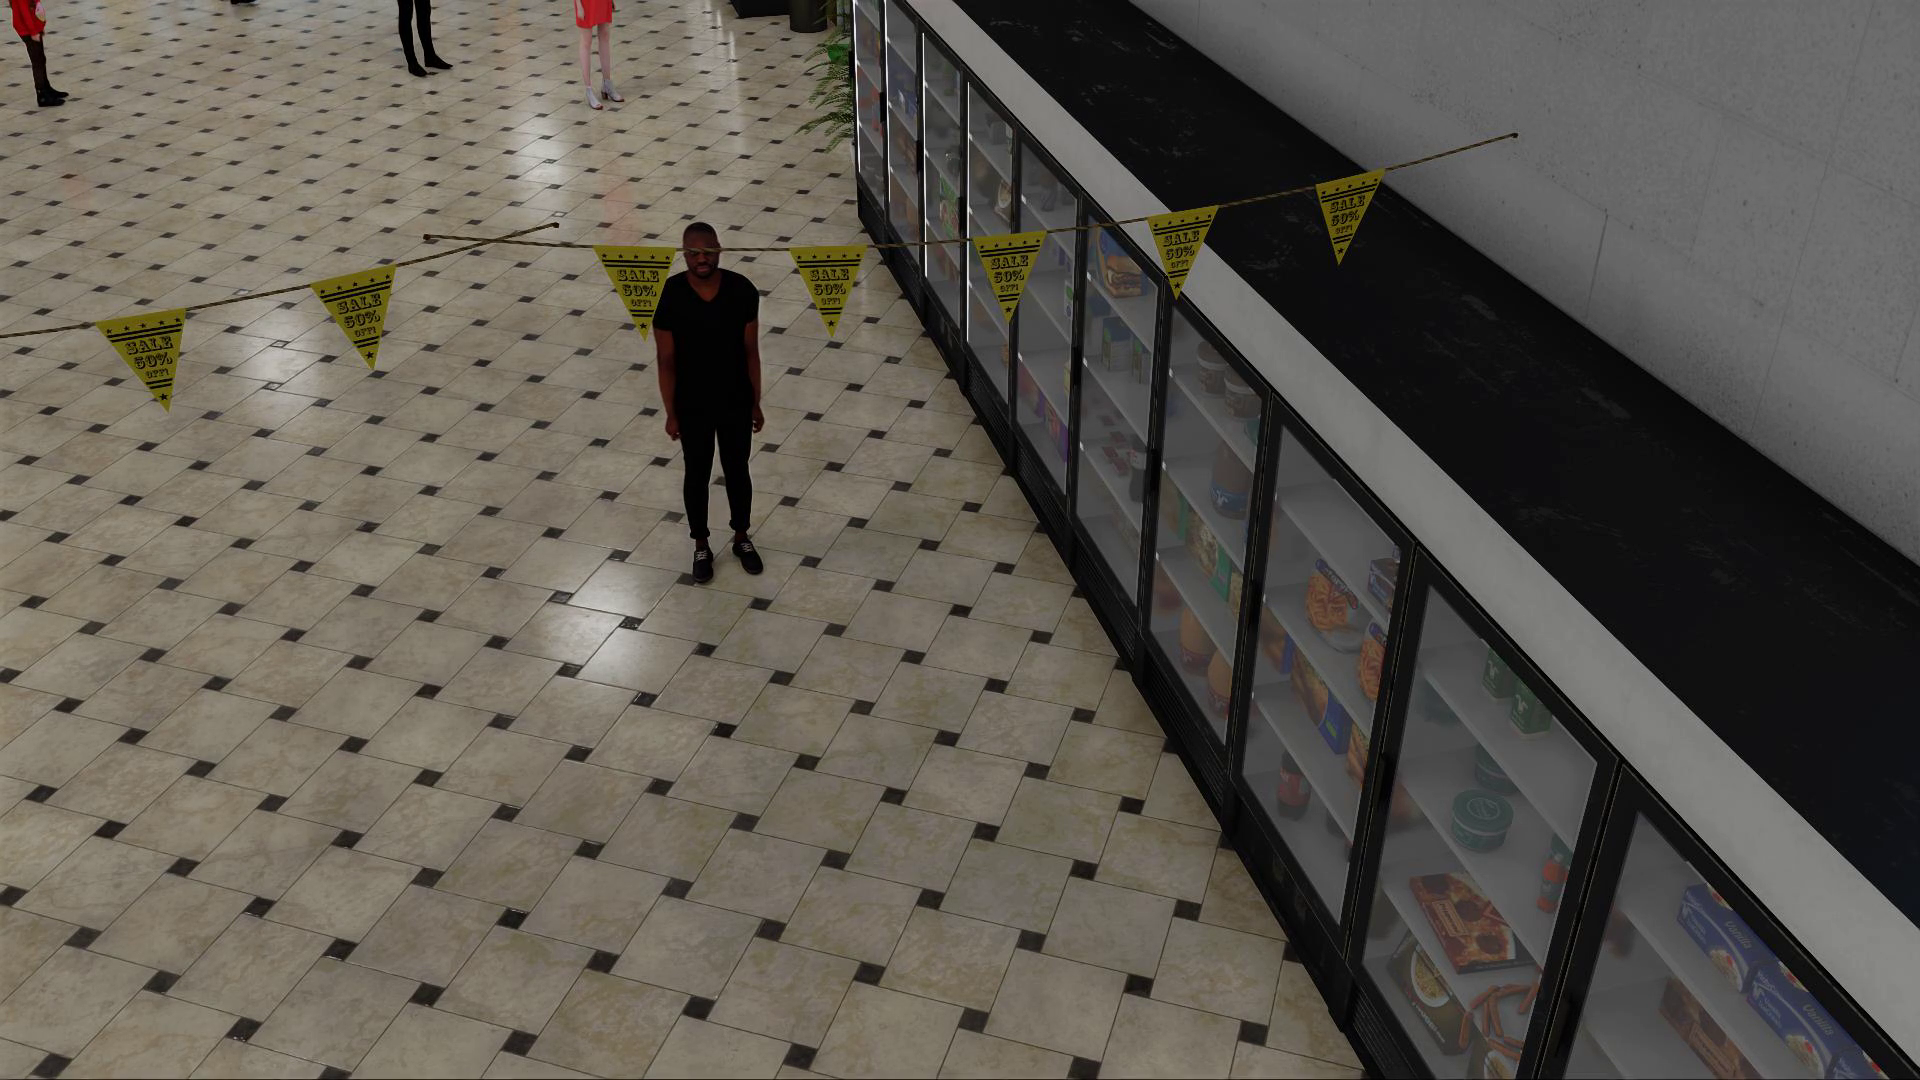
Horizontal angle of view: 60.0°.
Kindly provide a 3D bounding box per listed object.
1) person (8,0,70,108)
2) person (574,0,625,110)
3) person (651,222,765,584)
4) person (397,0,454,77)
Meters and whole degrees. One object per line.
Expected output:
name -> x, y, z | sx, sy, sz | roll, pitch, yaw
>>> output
person -> -8.189, -4.496, 14.664 | 0.483, 1.280, 0.490 | -10, 33, -15
person -> -3.209, -4.716, 14.498 | 0.717, 1.828, 0.637 | 21, 37, 30
person -> -1.188, -0.661, 7.989 | 0.506, 1.820, 0.731 | -10, 33, -16
person -> -5.089, -5.290, 15.358 | 0.845, 1.894, 0.773 | 19, 37, 28
